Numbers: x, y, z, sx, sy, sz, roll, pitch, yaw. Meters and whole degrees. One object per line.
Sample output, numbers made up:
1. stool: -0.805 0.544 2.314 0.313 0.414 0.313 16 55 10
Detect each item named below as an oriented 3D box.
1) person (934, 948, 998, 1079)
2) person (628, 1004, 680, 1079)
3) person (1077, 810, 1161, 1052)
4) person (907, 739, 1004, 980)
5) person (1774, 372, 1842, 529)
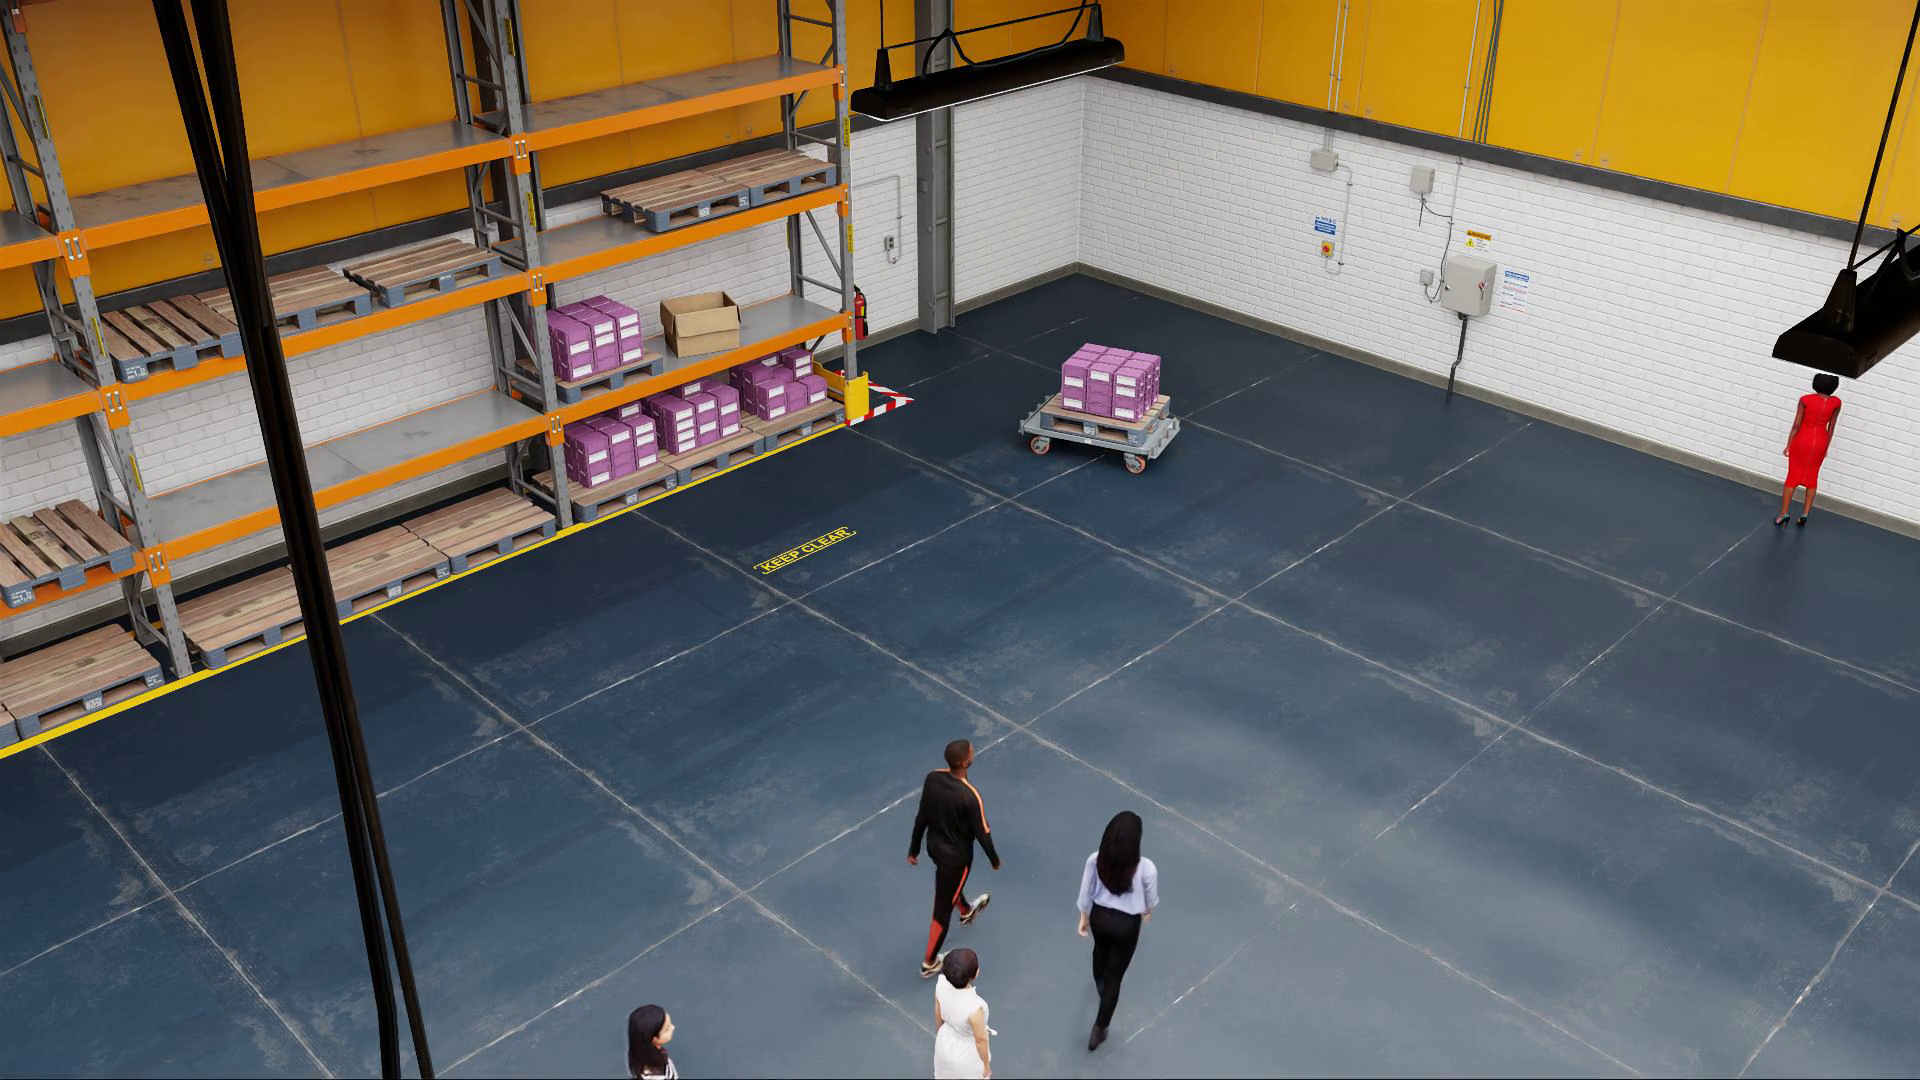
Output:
1. person: 0.015 3.043 9.891 0.553 1.556 0.514 24 37 37
2. person: -1.665 3.274 9.217 0.607 1.795 0.656 -14 31 -23
3. person: 0.969 2.546 10.636 0.879 1.715 1.035 9 30 16
4. person: -0.141 2.176 11.257 0.708 1.770 1.067 24 37 37
5. person: 8.665 -0.936 16.991 0.656 1.743 0.689 4 29 7
